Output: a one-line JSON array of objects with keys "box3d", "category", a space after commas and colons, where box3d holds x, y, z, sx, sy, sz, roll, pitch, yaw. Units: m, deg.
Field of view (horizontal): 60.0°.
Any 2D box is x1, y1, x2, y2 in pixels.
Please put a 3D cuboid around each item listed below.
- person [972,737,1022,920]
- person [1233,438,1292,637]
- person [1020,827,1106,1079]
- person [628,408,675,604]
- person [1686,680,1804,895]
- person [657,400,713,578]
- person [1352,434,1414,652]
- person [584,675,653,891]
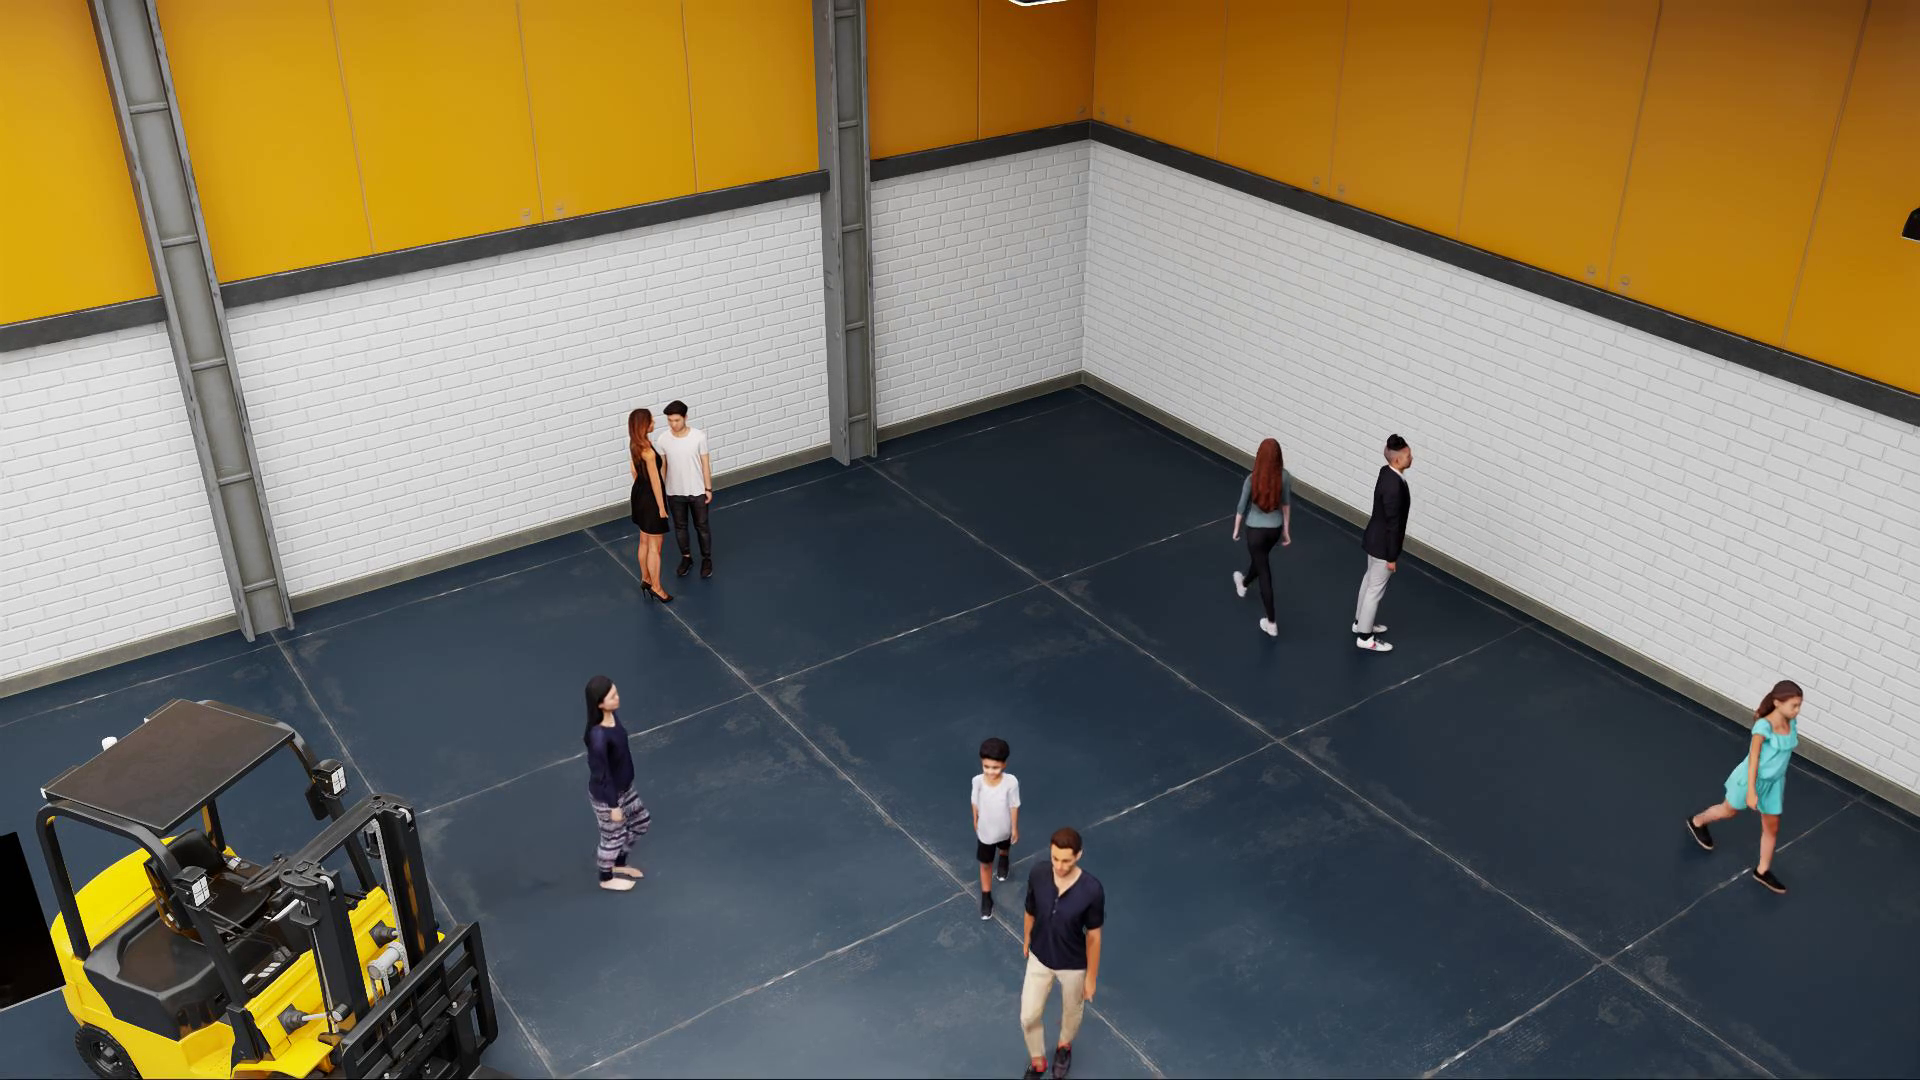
[{"box3d": [0.255, 1.848, 11.183, 0.862, 1.238, 0.865, 2, 29, 3], "category": "person"}, {"box3d": [2.594, 0.008, 14.089, 1.182, 1.686, 0.984, -6, 29, -11], "category": "person"}, {"box3d": [0.604, 2.355, 9.624, 0.838, 1.842, 0.902, 10, 30, 18], "category": "person"}, {"box3d": [-2.709, -0.301, 14.501, 0.509, 1.834, 0.569, -19, 34, -30], "category": "person"}, {"box3d": [5.378, 1.596, 11.341, 1.032, 1.530, 0.782, -10, 30, -18], "category": "person"}, {"box3d": [-2.449, -0.485, 14.962, 0.692, 1.715, 0.779, 1, 29, 2], "category": "person"}, {"box3d": [3.529, -0.015, 13.857, 0.833, 1.949, 0.790, 3, 29, 6], "category": "person"}, {"box3d": [-2.403, 1.639, 11.062, 0.777, 1.722, 0.741, -2, 29, -3], "category": "person"}]
